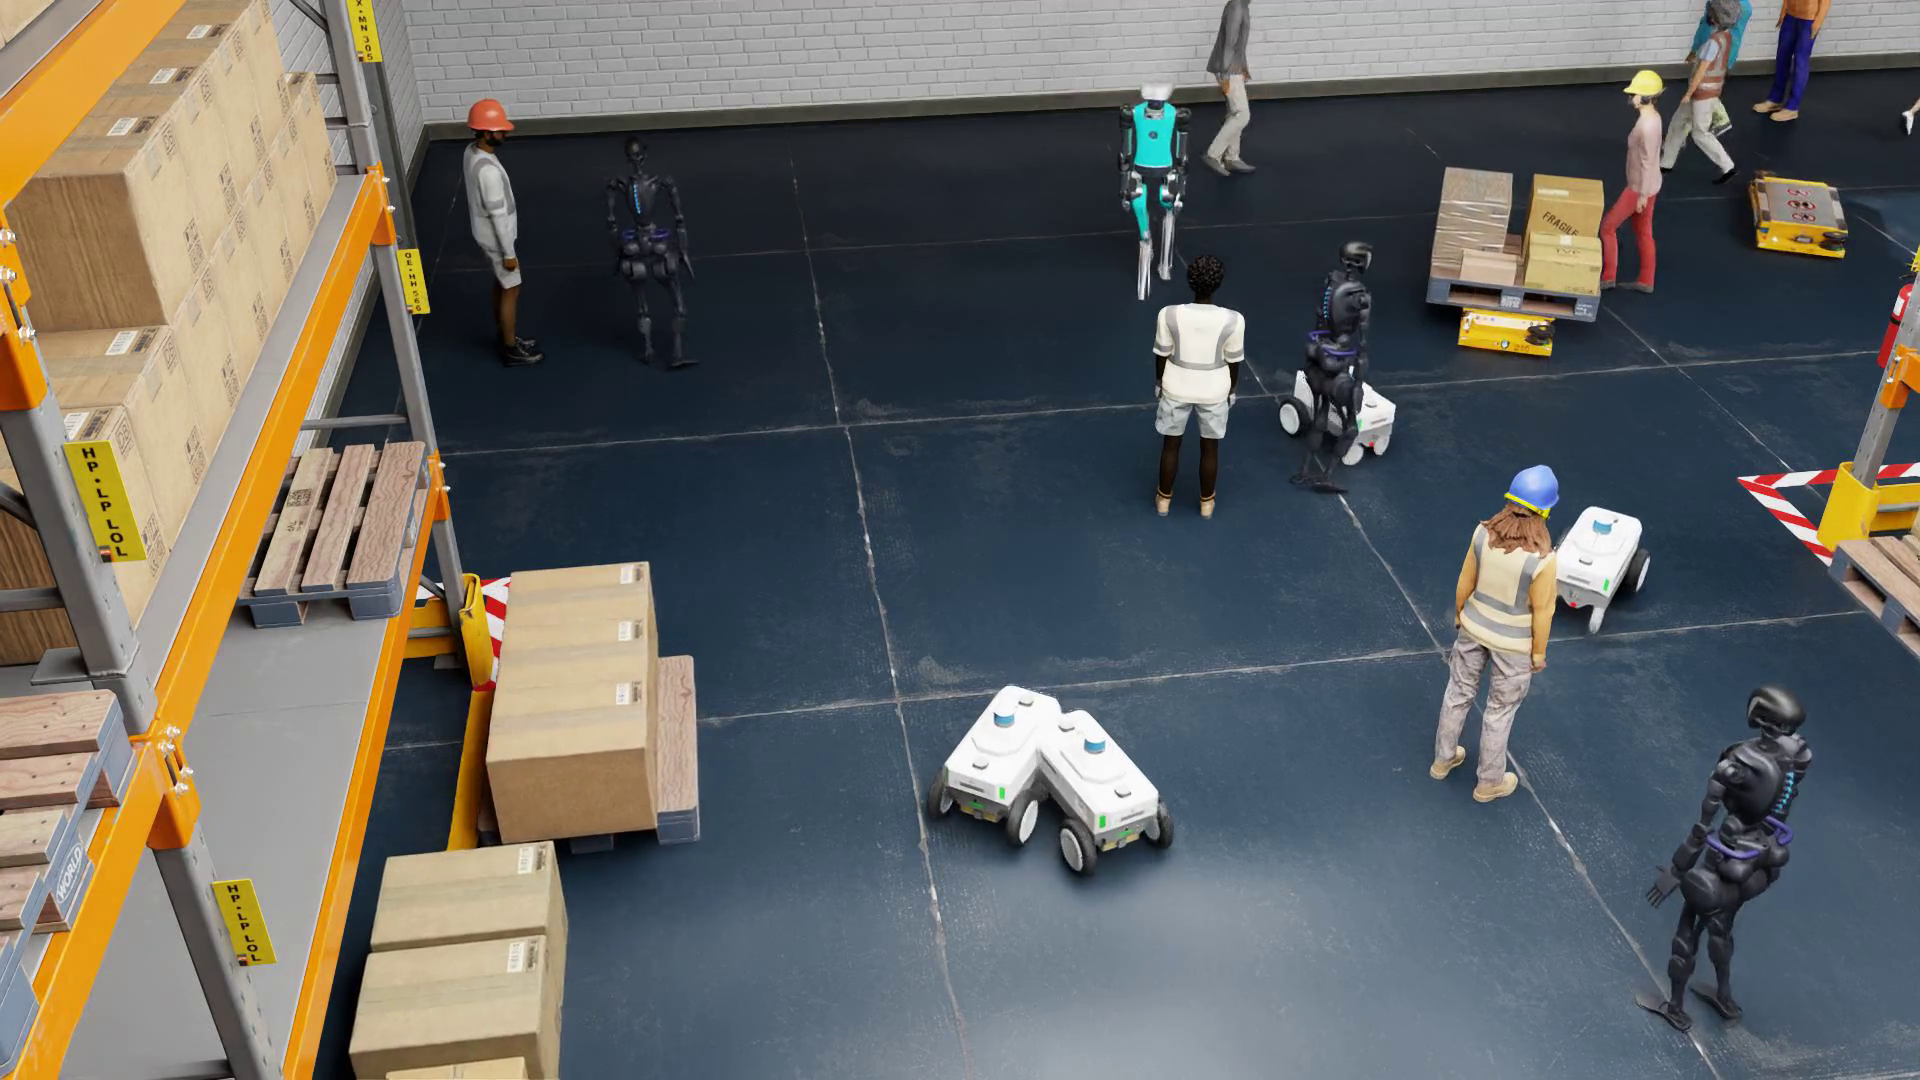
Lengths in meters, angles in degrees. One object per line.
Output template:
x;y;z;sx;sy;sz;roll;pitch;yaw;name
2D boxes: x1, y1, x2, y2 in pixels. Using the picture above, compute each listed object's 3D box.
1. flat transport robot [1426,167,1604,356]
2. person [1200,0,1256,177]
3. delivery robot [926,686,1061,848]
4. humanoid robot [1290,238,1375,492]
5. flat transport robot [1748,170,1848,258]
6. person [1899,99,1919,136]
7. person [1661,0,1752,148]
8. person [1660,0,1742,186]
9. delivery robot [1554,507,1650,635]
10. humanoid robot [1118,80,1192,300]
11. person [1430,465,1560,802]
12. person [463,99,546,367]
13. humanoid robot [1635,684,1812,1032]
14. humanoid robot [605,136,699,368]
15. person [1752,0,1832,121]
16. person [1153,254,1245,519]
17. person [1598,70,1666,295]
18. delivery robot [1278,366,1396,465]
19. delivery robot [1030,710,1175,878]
4.158;-1.814;12.632;0.659;0.231;1.431;9;34;14;flat transport robot
2.429;-4.146;14.731;0.574;1.882;0.612;5;33;8;person
0.197;1.067;7.974;0.499;0.614;0.804;15;36;22;delivery robot
2.300;-1.070;10.215;0.329;1.646;0.597;-11;35;-16;humanoid robot
7.085;-2.768;14.094;0.659;0.231;1.431;11;35;16;flat transport robot
9.263;-4.497;15.454;0.576;1.679;0.502;-11;35;-16;person
7.024;-4.522;15.455;0.766;1.725;0.571;-4;33;-6;person
6.607;-3.943;14.621;0.781;1.653;0.429;17;37;24;person
3.579;0.114;9.388;0.499;0.565;0.745;20;38;27;delivery robot
1.491;-2.711;12.718;0.534;1.802;0.866;6;34;10;humanoid robot
2.537;0.437;7.802;0.325;1.775;0.481;-27;41;-34;person
-3.194;-2.126;11.601;0.382;1.924;0.546;-16;36;-22;person
3.054;1.280;6.606;0.601;1.655;0.356;-15;36;-22;humanoid robot
-2.171;-1.983;11.611;0.589;1.643;0.422;2;33;3;humanoid robot
8.135;-5.071;16.068;0.399;1.973;0.520;-11;35;-17;person
1.401;-0.891;9.913;0.533;1.693;0.320;6;34;9;person
5.133;-2.686;12.631;0.639;1.727;0.532;13;35;19;person
2.492;-0.863;10.929;0.499;0.613;0.784;-16;36;-23;delivery robot
0.637;1.172;7.809;0.499;0.610;0.788;-15;36;-22;delivery robot
